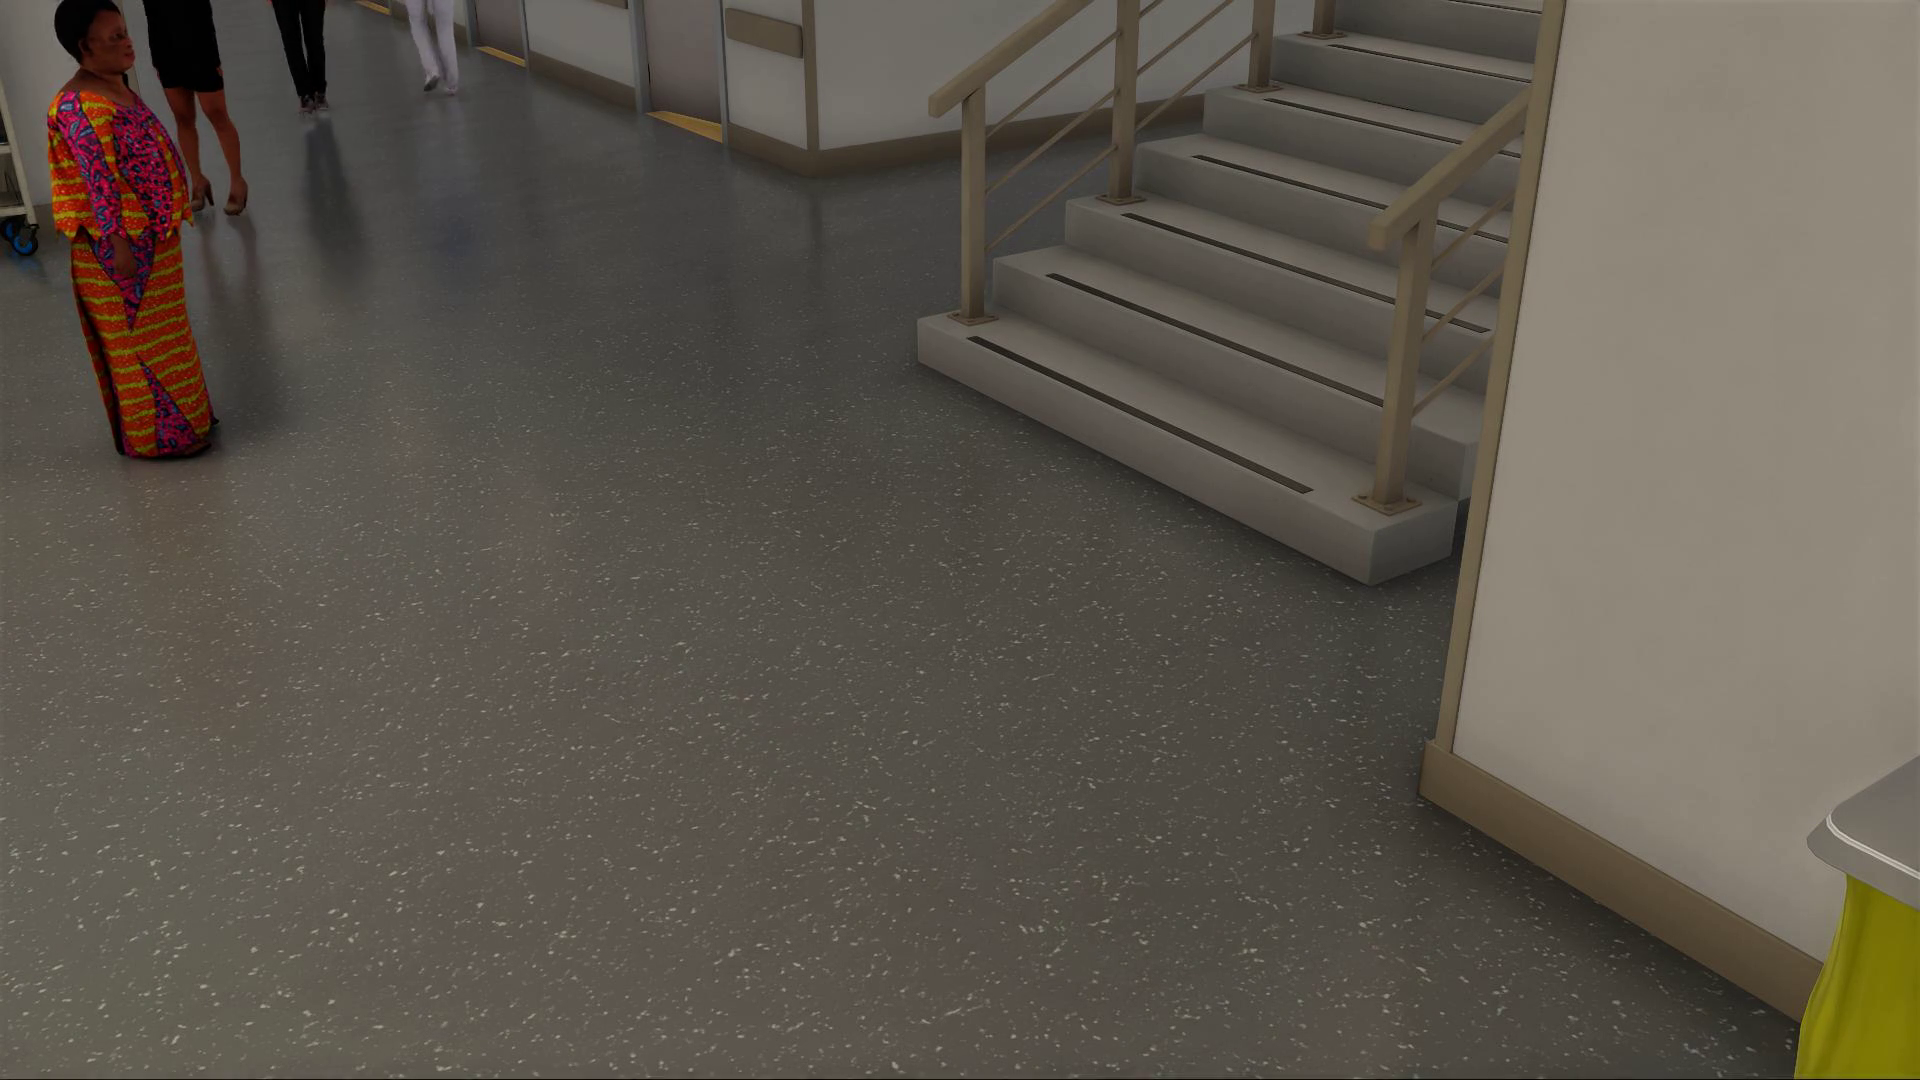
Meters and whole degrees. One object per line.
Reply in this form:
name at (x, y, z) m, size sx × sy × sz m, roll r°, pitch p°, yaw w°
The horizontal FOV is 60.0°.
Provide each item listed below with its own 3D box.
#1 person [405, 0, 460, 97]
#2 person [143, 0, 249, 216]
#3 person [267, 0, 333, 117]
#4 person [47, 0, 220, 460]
person at (-3.921, -4.203, 12.203) m, size 0.675 × 1.874 × 0.814 m, roll -8°, pitch 27°, yaw -16°
person at (-4.275, -2.641, 9.239) m, size 0.683 × 1.635 × 0.737 m, roll 6°, pitch 26°, yaw 13°
person at (-4.697, -3.926, 11.777) m, size 0.825 × 1.745 × 0.790 m, roll -11°, pitch 28°, yaw -21°
person at (-3.031, -1.148, 6.089) m, size 0.767 × 1.682 × 0.743 m, roll -6°, pitch 26°, yaw -13°
